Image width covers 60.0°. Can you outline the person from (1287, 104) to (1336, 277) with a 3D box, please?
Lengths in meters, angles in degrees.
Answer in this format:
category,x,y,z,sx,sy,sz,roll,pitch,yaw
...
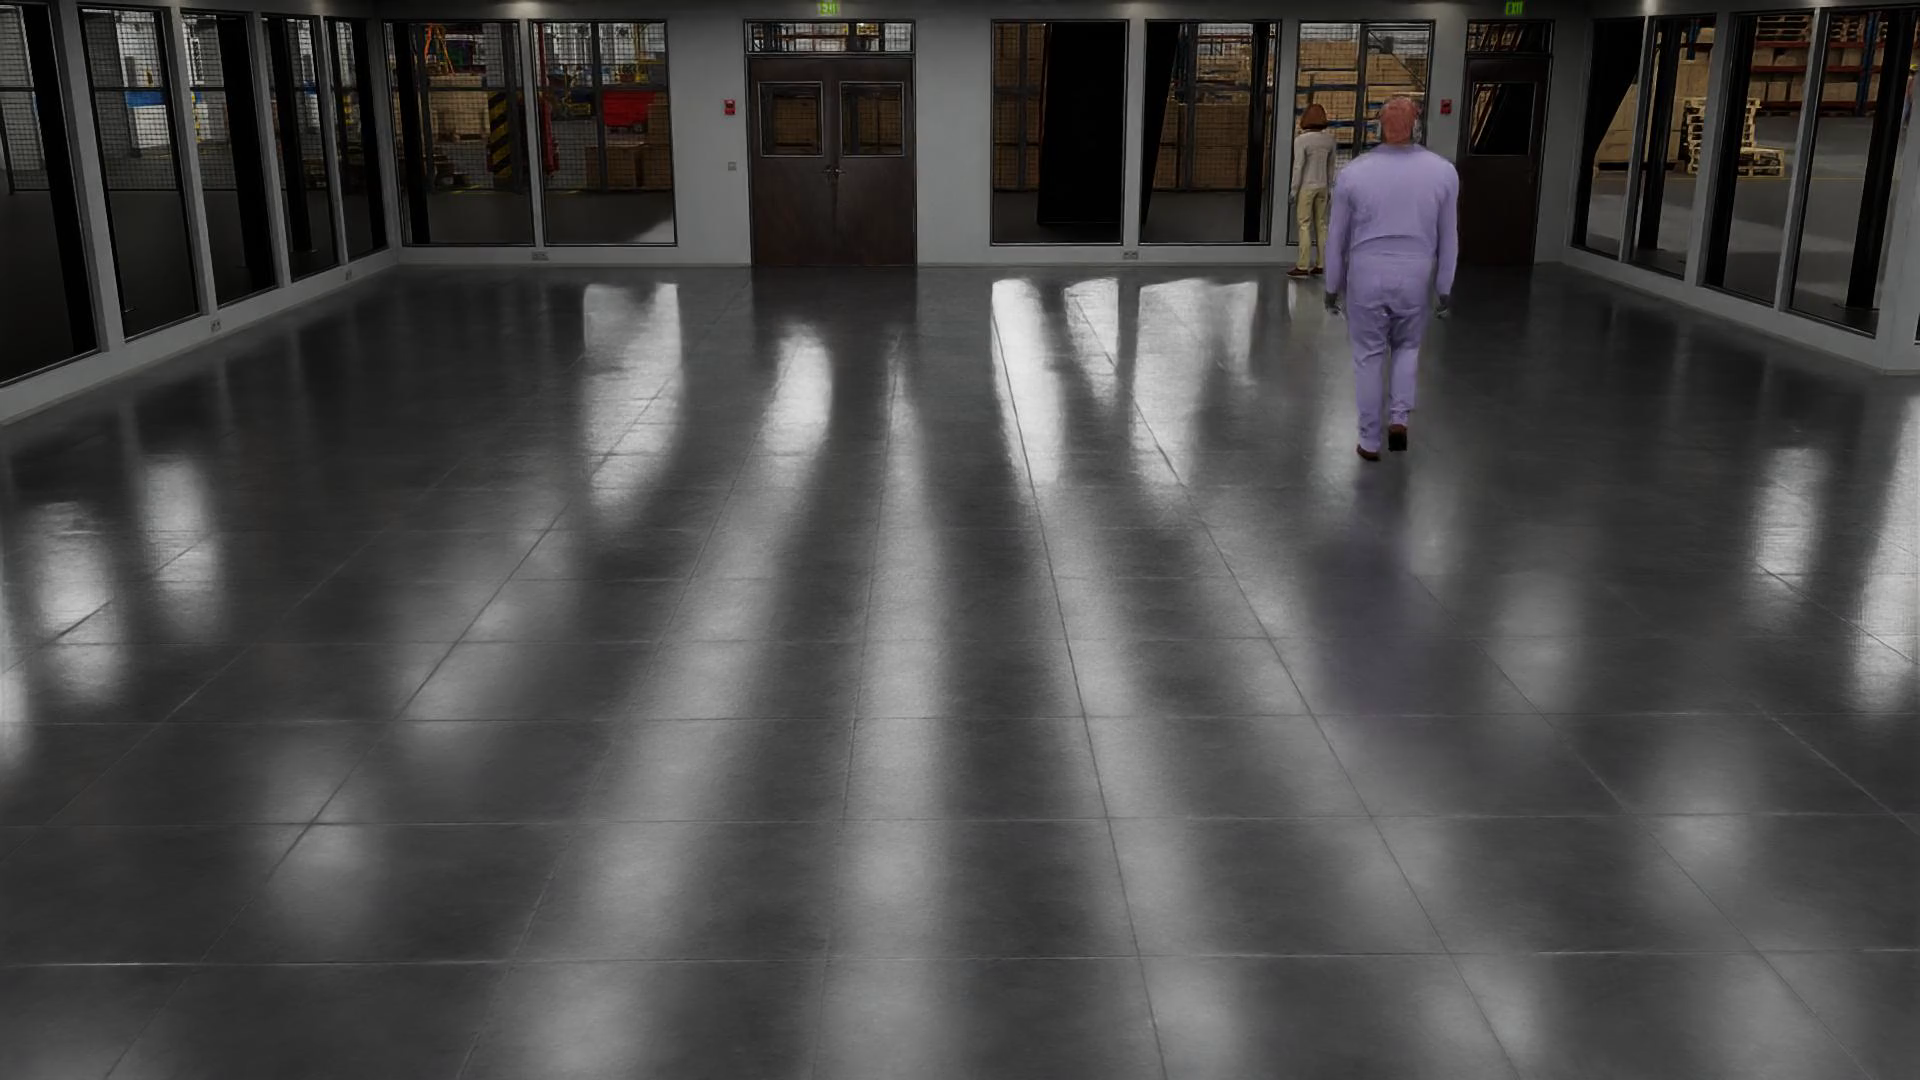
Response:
category,x,y,z,sx,sy,sz,roll,pitch,yaw
person,3.371,-3.345,15.960,0.508,1.632,0.264,-9,19,-28

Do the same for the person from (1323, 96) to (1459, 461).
category,x,y,z,sx,sy,sz,roll,pitch,yaw
person,2.239,-1.356,8.736,0.673,1.890,0.435,2,16,5
